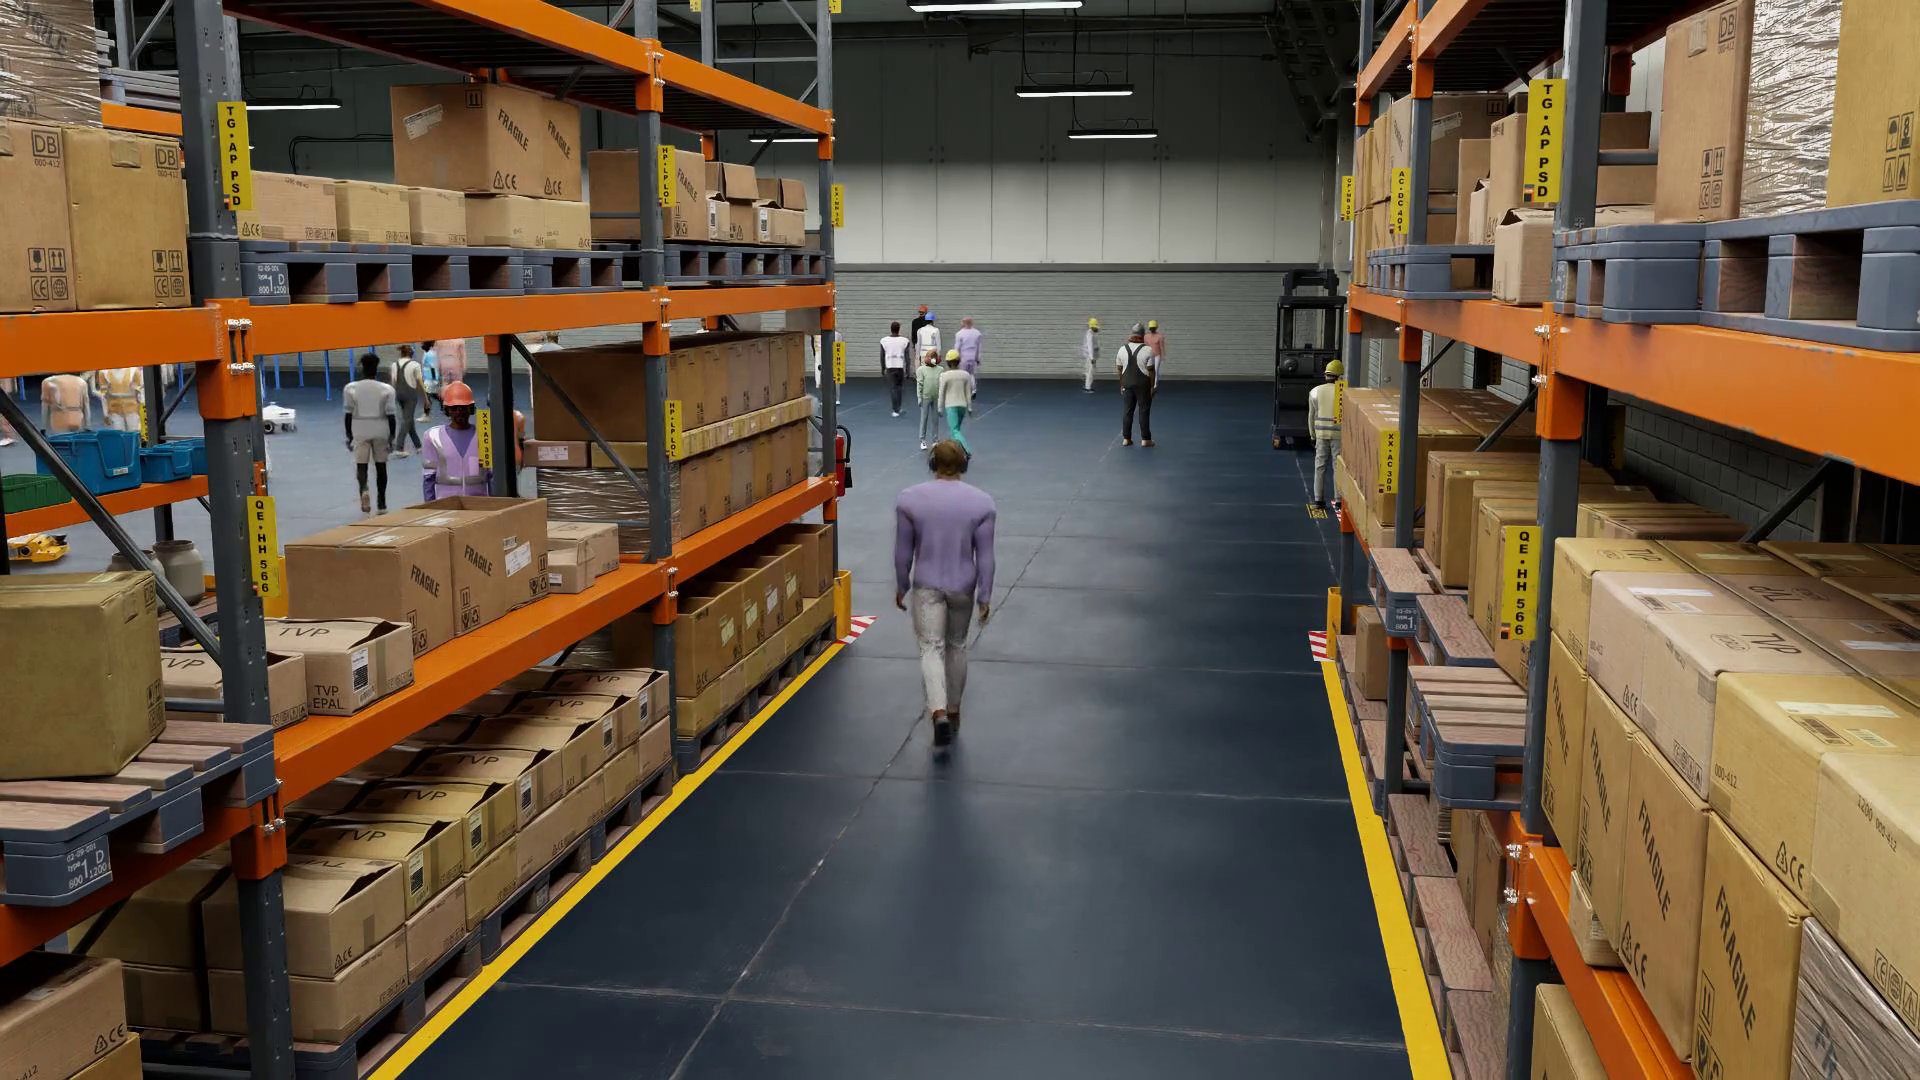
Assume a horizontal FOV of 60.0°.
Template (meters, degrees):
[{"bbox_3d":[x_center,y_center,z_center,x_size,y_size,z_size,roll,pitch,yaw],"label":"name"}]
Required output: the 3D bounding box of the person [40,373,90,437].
[{"bbox_3d":[-11.609,-1.522,21.663,0.845,1.897,0.586,5,10,27],"label":"person"}]

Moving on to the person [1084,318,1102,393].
[{"bbox_3d":[3.174,-4.416,39.848,0.454,1.785,0.692,2,10,15],"label":"person"}]

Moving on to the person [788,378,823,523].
[{"bbox_3d":[-1.780,-0.894,17.730,0.635,1.915,0.679,-8,12,-41],"label":"person"}]

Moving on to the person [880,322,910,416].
[{"bbox_3d":[-1.339,-3.474,33.730,0.580,1.876,0.866,-2,9,-12],"label":"person"}]

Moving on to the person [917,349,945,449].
[{"bbox_3d":[-0.474,-2.314,27.333,0.498,1.636,0.284,-4,10,-25],"label":"person"}]

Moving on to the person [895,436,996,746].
[{"bbox_3d":[-0.086,0.307,10.369,0.629,1.910,0.939,-1,9,-5],"label":"person"}]

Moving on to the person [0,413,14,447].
[{"bbox_3d":[-16.208,-2.442,27.506,0.664,1.844,1.008,4,10,26],"label":"person"}]

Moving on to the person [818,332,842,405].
[{"bbox_3d":[-2.841,-3.885,36.134,0.594,1.922,0.384,-7,12,-37],"label":"person"}]

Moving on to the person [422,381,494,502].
[{"bbox_3d":[-3.984,-0.250,13.350,0.605,2.045,0.378,-4,10,-22],"label":"person"}]

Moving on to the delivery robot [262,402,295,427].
[{"bbox_3d":[-12.444,-2.254,30.130,0.477,0.478,0.707,8,12,41],"label":"delivery robot"}]

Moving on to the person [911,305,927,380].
[{"bbox_3d":[-1.001,-5.311,44.712,0.609,1.996,0.383,4,10,24],"label":"person"}]

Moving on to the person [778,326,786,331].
[{"bbox_3d":[-3.447,-3.281,32.670,0.634,1.839,0.429,2,10,15],"label":"person"}]

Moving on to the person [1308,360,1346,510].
[{"bbox_3d":[4.578,-1.291,20.421,0.599,1.832,0.404,6,11,34],"label":"person"}]

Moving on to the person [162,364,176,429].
[{"bbox_3d":[-14.631,-2.958,30.444,0.552,1.911,0.663,3,10,16],"label":"person"}]

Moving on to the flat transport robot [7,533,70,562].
[{"bbox_3d":[-9.857,0.098,16.788,1.431,0.197,0.652,-3,10,-17],"label":"flat transport robot"}]

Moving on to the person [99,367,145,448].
[{"bbox_3d":[-11.852,-1.833,23.553,0.551,1.908,0.437,-3,10,-20],"label":"person"}]

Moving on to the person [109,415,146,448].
[{"bbox_3d":[-13.059,-2.225,25.922,0.511,1.914,0.570,4,10,21],"label":"person"}]

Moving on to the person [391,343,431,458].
[{"bbox_3d":[-8.696,-2.212,26.241,0.517,1.798,0.957,4,10,22],"label":"person"}]

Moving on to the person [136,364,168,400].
[{"bbox_3d":[-14.519,-2.848,29.821,0.566,1.892,0.847,-4,10,-23],"label":"person"}]

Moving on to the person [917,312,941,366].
[{"bbox_3d":[-0.706,-4.308,38.667,0.604,1.949,0.389,4,10,26],"label":"person"}]

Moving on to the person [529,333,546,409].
[{"bbox_3d":[-8.889,-3.595,35.361,0.516,1.595,0.855,2,9,14],"label":"person"}]

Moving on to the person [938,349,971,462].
[{"bbox_3d":[-0.040,-2.019,25.235,0.532,1.737,0.841,-5,11,-30],"label":"person"}]

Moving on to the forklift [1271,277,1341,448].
[{"bbox_3d":[5.847,-3.016,27.970,1.129,2.768,1.873,1,9,9],"label":"forklift"}]

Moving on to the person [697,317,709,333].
[{"bbox_3d":[-5.869,-4.238,38.500,0.520,1.865,0.332,2,9,10],"label":"person"}]

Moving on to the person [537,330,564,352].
[{"bbox_3d":[-7.026,-2.703,28.801,0.630,1.940,0.372,5,11,29],"label":"person"}]

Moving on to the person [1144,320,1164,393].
[{"bbox_3d":[4.662,-4.426,40.028,0.527,1.752,0.478,3,10,19],"label":"person"}]

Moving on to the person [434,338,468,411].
[{"bbox_3d":[-10.441,-3.551,34.175,0.643,1.897,0.450,1,9,4],"label":"person"}]

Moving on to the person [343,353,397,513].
[{"bbox_3d":[-7.049,-1.266,19.891,0.615,1.948,0.696,-3,10,-16],"label":"person"}]

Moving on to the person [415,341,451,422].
[{"bbox_3d":[-10.189,-3.136,32.275,0.744,1.672,0.528,-3,10,-20],"label":"person"}]

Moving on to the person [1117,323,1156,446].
[{"bbox_3d":[3.000,-2.590,27.923,0.682,2.000,0.537,5,11,31],"label":"person"}]

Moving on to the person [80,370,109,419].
[{"bbox_3d":[-17.208,-3.320,32.915,0.770,1.846,0.517,2,9,12],"label":"person"}]

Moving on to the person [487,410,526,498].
[{"bbox_3d":[-5.057,-0.885,18.381,0.362,1.685,0.535,9,13,43],"label":"person"}]

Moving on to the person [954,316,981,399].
[{"bbox_3d":[0.142,-4.070,37.351,0.669,1.894,0.431,-6,11,-31],"label":"person"}]

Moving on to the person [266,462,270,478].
[{"bbox_3d":[-10.101,-1.736,23.146,0.957,1.832,0.589,-8,12,-39],"label":"person"}]

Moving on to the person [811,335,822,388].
[{"bbox_3d":[-3.406,-4.721,41.547,0.628,1.843,0.429,4,10,24],"label":"person"}]
